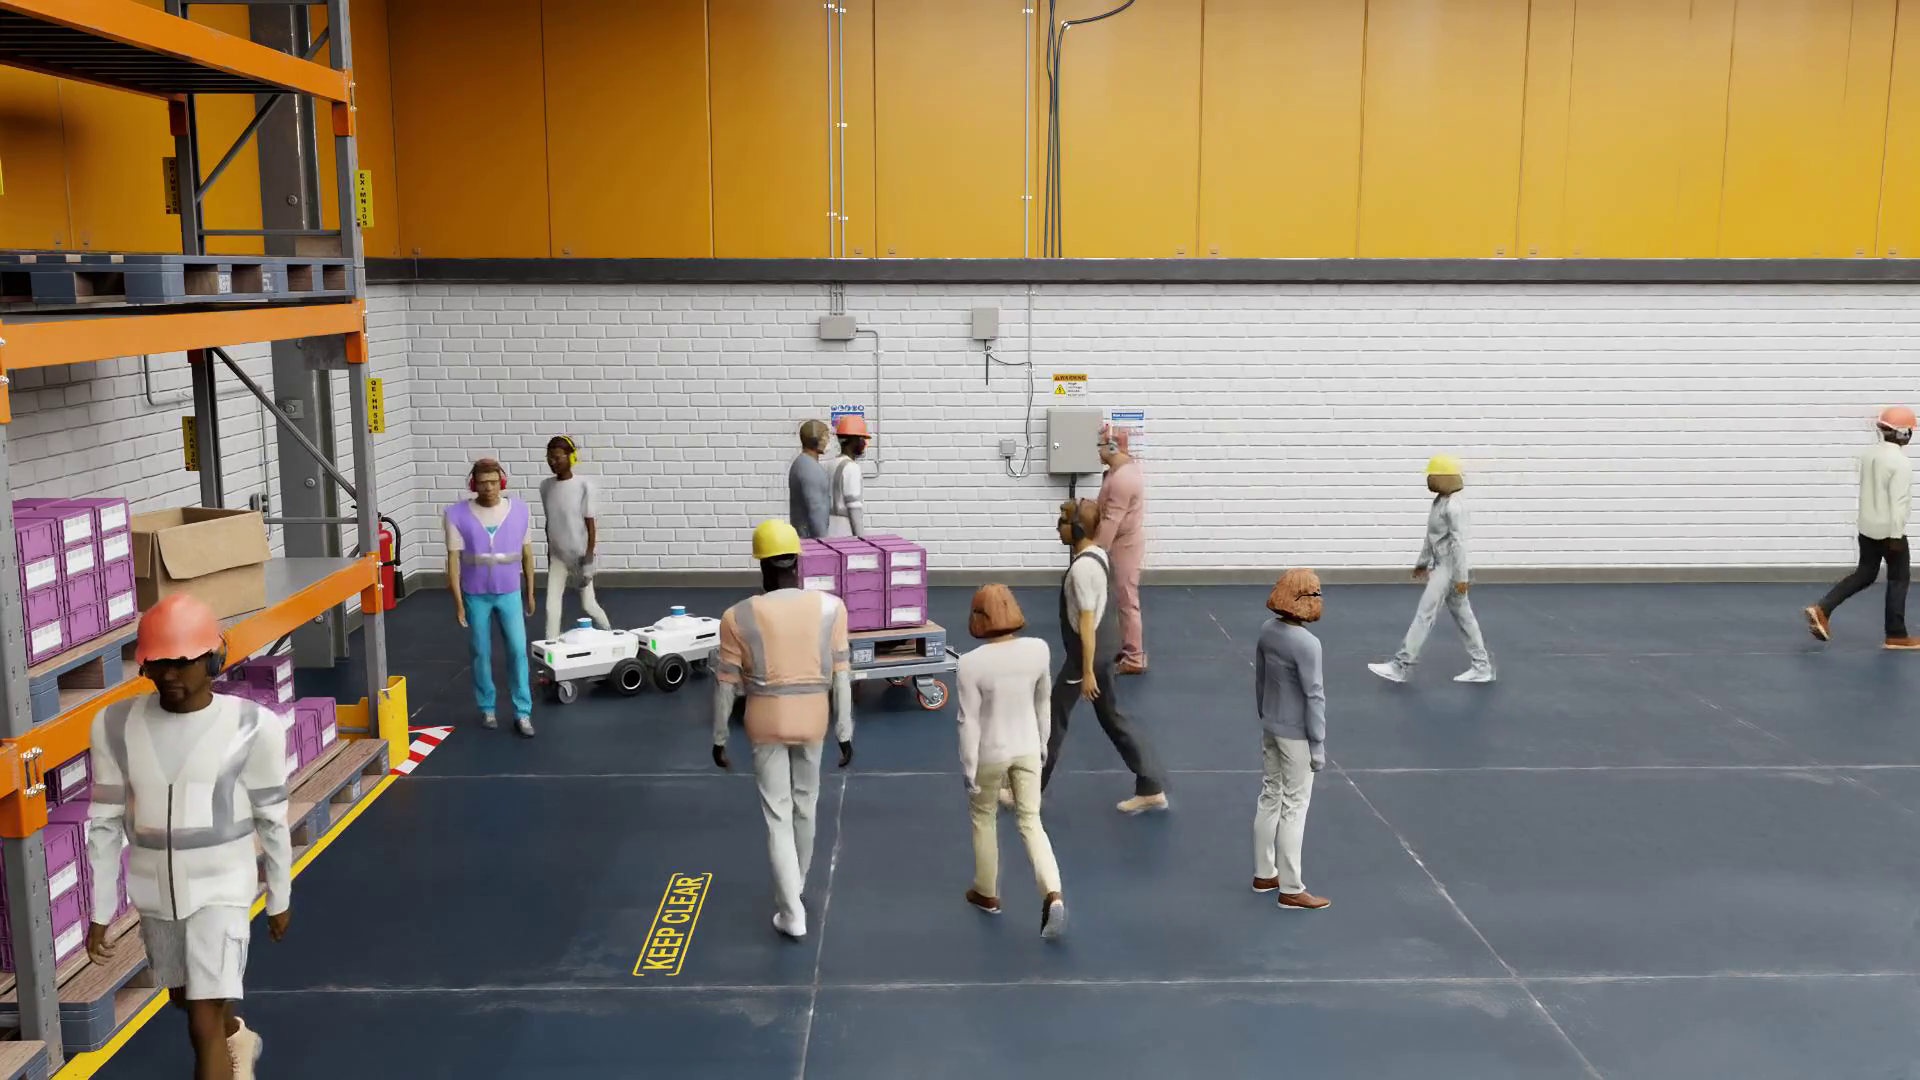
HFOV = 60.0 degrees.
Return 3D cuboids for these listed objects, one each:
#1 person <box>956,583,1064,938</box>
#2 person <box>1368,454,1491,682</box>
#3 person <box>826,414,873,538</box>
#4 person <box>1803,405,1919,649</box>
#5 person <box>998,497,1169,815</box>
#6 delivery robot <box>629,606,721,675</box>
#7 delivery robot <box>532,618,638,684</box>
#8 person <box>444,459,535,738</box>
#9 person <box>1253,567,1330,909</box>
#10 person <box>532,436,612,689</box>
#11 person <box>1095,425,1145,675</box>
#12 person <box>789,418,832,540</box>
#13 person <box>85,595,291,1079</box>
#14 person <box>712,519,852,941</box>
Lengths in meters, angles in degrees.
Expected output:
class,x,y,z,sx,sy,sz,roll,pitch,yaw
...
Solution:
class,x,y,z,sx,sy,sz,roll,pitch,yaw
person,0.230,0.997,7.629,0.505,1.606,0.709,-4,10,-23
person,3.488,0.216,12.146,0.913,1.693,0.489,1,9,9
person,-0.949,-0.011,12.881,0.631,1.915,0.560,-3,10,-18
person,7.272,-0.099,13.255,0.847,1.973,0.616,0,9,-2
person,0.717,0.651,9.204,0.980,1.798,0.534,3,10,20
delivery robot,-2.065,0.727,12.222,0.477,0.478,0.707,9,13,43
delivery robot,-2.657,0.797,11.793,0.707,0.478,0.477,-7,11,-36
person,-3.019,0.381,10.780,0.566,1.812,0.761,-4,10,-22
person,1.584,0.934,7.941,0.272,1.632,0.507,-3,10,-19
person,-2.864,0.124,12.349,0.510,1.835,0.936,3,10,19
person,1.148,0.088,12.384,0.526,1.882,0.637,0,9,2
person,-1.184,0.013,12.803,0.958,1.913,0.632,0,9,1
person,-2.533,1.140,5.580,0.605,2.009,1.034,0,9,-2
person,-0.848,0.840,7.701,0.613,1.893,0.799,-4,10,-21
